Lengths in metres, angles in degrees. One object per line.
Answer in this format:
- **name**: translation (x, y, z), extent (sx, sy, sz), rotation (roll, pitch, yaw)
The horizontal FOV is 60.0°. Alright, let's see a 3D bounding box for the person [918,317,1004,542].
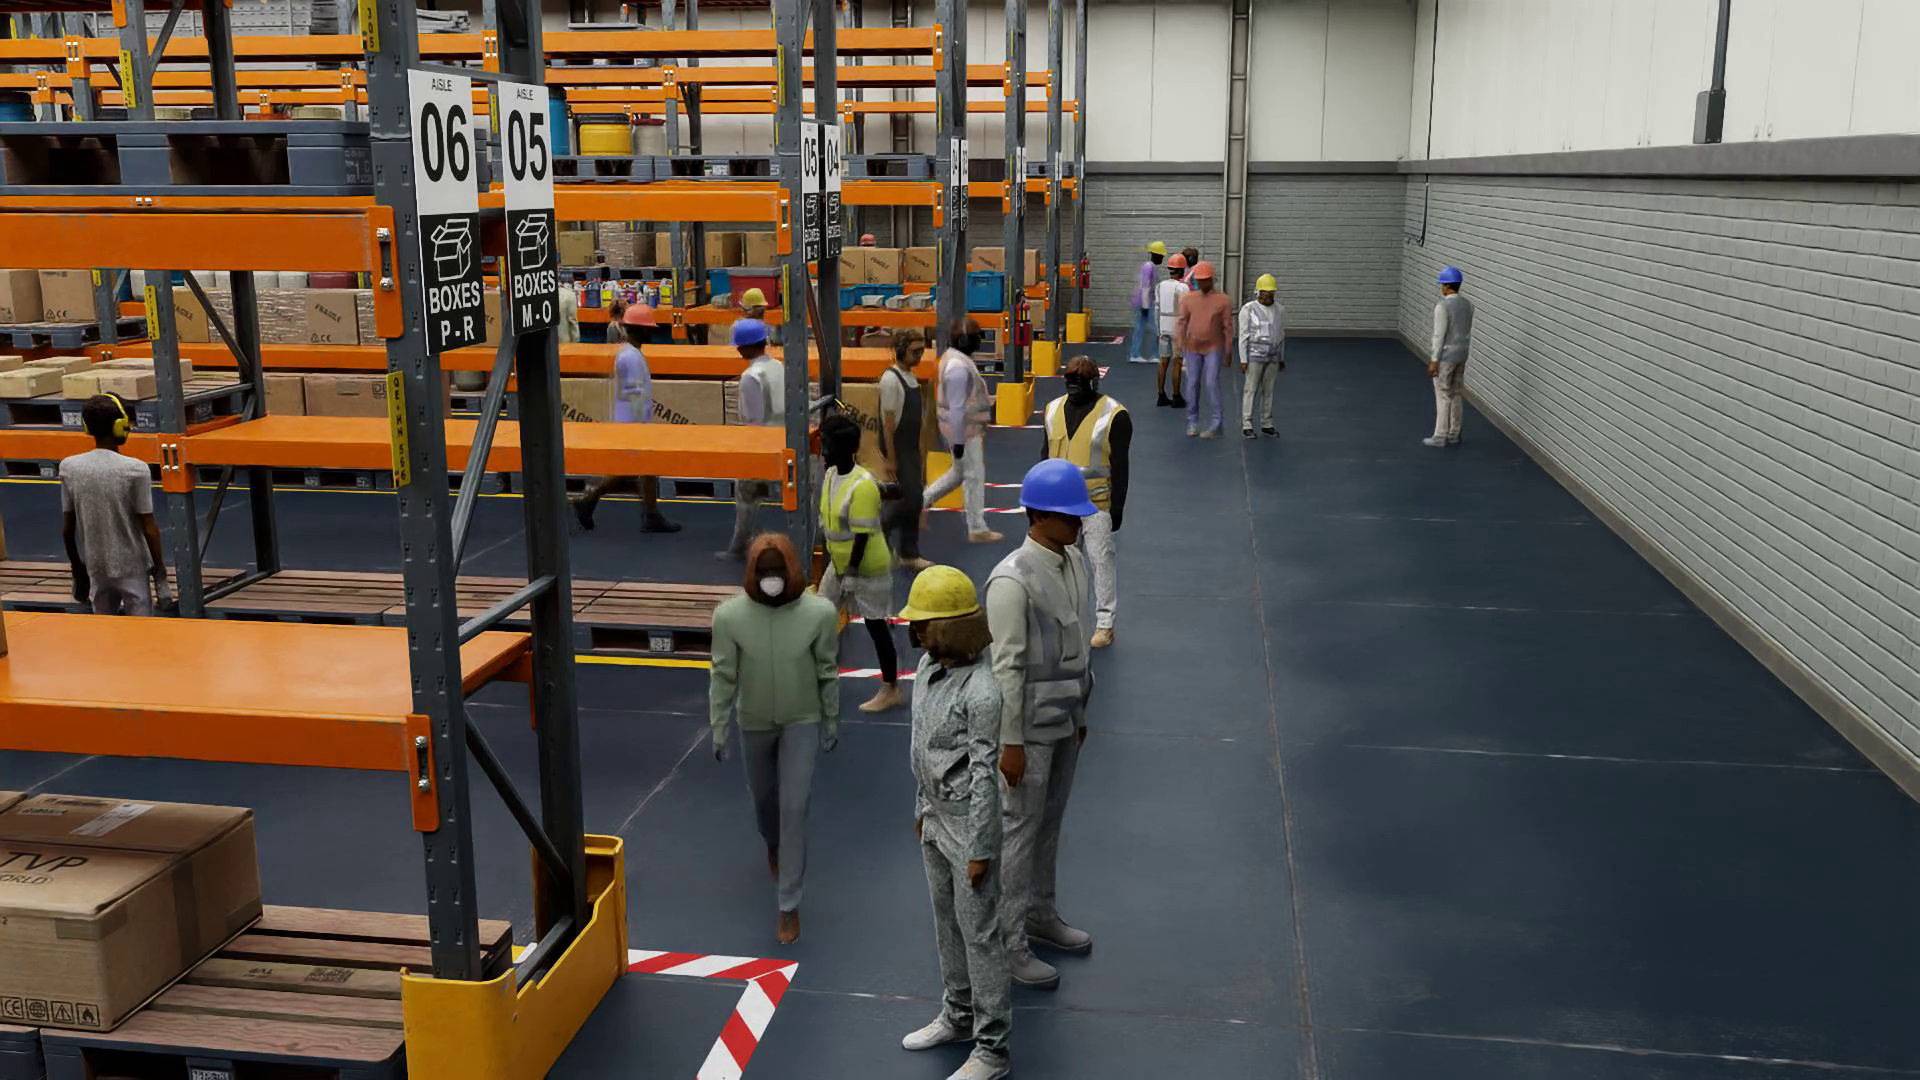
- **person**: translation (-0.029, -0.872, 13.303), extent (0.703, 1.827, 0.635), rotation (-1, 13, -6)

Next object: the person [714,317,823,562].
- **person**: translation (-1.387, -0.725, 12.496), extent (0.973, 1.901, 0.634), rotation (5, 14, 22)

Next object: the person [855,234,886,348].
- **person**: translation (-1.460, -3.841, 26.359), extent (0.609, 1.985, 0.423), rotation (-1, 13, -3)

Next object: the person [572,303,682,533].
- **person**: translation (-2.745, -0.972, 13.578), extent (0.795, 1.910, 0.555), rotation (-1, 13, -4)

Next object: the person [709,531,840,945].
- **person**: translation (-0.734, 0.712, 6.672), extent (0.508, 1.598, 0.798), rotation (-1, 13, -3)

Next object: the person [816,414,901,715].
- **person**: translation (-0.644, 0.160, 8.986), extent (0.717, 1.664, 0.551), rotation (-8, 15, -31)

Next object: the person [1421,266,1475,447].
- **person**: translation (5.307, -1.986, 18.052), extent (0.605, 1.947, 0.393), rotation (-11, 16, -40)

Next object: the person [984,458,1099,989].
- **person**: translation (0.311, 0.655, 6.126), extent (0.404, 1.945, 0.616), rotation (7, 14, 27)

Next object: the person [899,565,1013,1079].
- **person**: translation (-0.032, 0.925, 5.401), extent (0.342, 1.737, 0.487), rotation (-6, 14, -26)

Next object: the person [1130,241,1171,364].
- **person**: translation (3.013, -3.675, 25.792), extent (0.774, 1.888, 0.602), rotation (1, 13, 4)

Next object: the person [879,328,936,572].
- **person**: translation (-0.422, -0.653, 12.281), extent (0.451, 1.827, 0.546), rotation (4, 13, 19)

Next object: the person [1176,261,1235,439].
- **person**: translation (2.744, -2.133, 18.657), extent (0.612, 1.971, 0.480), rotation (8, 15, 32)

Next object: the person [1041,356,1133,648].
- **person**: translation (0.764, -0.240, 10.435), extent (0.628, 1.837, 0.430), rotation (9, 15, 34)

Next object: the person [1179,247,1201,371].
- **person**: translation (3.430, -3.450, 24.899), extent (0.430, 1.845, 0.619), rotation (-2, 13, -10)

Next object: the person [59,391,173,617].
- **person**: translation (-4.270, 0.181, 8.456), extent (0.535, 1.864, 0.309), rotation (2, 13, 8)

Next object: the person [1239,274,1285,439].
- **person**: translation (3.392, -2.049, 18.594), extent (0.601, 1.831, 0.404), rotation (-6, 14, -24)

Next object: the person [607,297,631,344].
- **person**: translation (-3.643, -1.792, 17.875), extent (0.310, 1.638, 0.523), rotation (0, 12, 0)

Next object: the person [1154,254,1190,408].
- **person**: translation (2.716, -2.641, 21.031), extent (0.361, 1.935, 0.553), rotation (-10, 16, -39)
